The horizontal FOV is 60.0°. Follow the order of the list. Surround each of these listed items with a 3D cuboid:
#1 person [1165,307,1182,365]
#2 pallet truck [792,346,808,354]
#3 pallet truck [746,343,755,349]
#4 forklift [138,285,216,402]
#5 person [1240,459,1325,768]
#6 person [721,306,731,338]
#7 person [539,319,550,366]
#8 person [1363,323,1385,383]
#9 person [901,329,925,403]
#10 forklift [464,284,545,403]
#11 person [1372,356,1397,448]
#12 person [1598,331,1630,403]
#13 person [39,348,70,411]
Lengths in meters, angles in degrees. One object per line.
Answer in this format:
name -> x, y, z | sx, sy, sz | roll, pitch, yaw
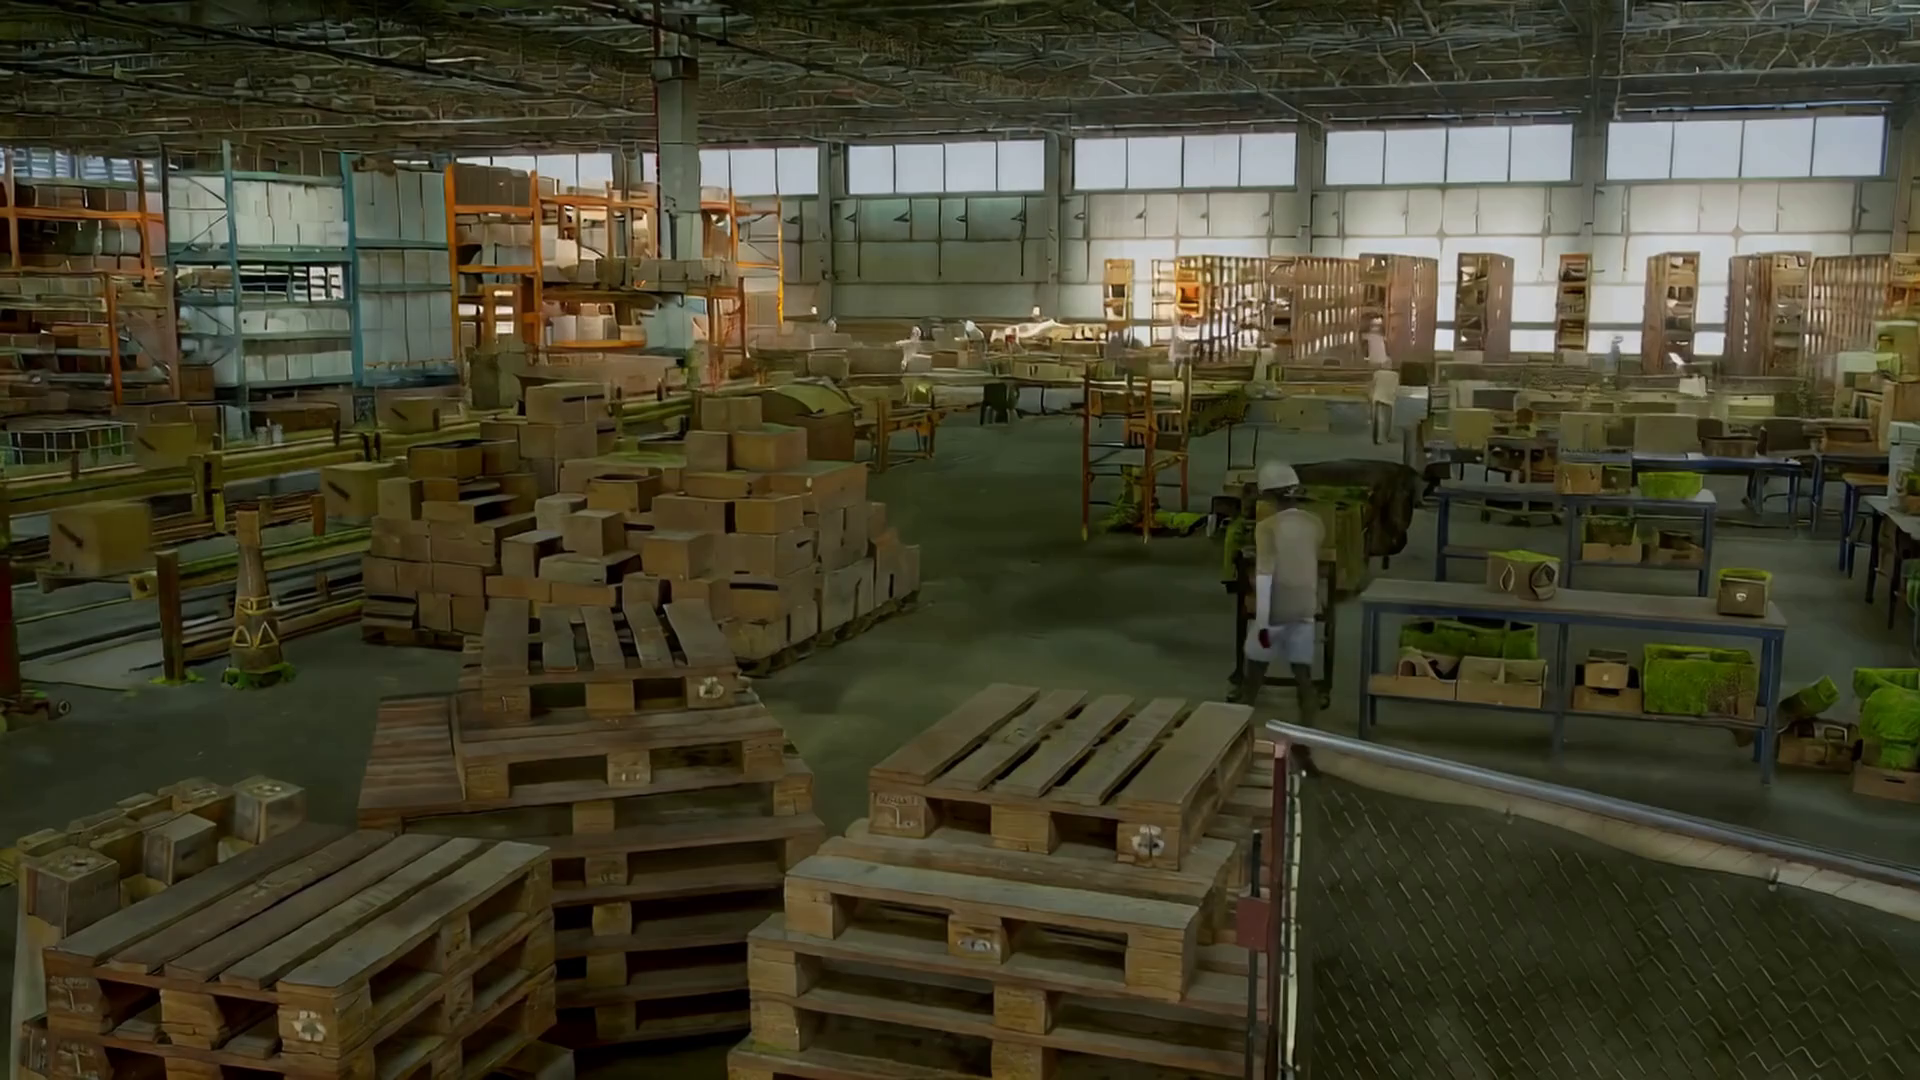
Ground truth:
person -> 7.006, -6.536, 53.879 | 0.911, 2.013, 0.608 | 0, 9, -1
pallet truck -> -3.705, -4.298, 42.022 | 0.653, 1.274, 1.630 | 3, 10, 20
pallet truck -> -6.183, -4.618, 44.264 | 1.601, 1.201, 0.680 | -9, 12, -43
forklift -> -17.480, -4.200, 36.461 | 1.873, 2.768, 1.129 | 3, 10, 19
person -> 1.990, 0.431, 10.476 | 0.543, 1.882, 0.962 | -4, 10, -23
person -> -8.337, -7.301, 58.850 | 0.392, 1.946, 0.616 | 5, 10, 27
person -> -12.264, -5.651, 49.052 | 0.309, 1.772, 0.525 | -5, 10, -27
person -> 10.387, -4.438, 41.169 | 1.012, 1.853, 0.654 | 3, 10, 20
person -> -0.997, -3.997, 38.607 | 0.924, 1.781, 0.605 | 1, 9, 9
forklift -> -10.832, -4.702, 39.610 | 1.129, 2.768, 1.873 | 3, 10, 20
person -> 7.469, -2.433, 29.311 | 0.531, 1.601, 0.568 | 7, 11, 36
person -> 15.503, -4.088, 39.410 | 0.919, 1.722, 0.526 | 6, 11, 32
person -> -14.808, -2.202, 27.127 | 0.644, 1.866, 0.984 | 4, 10, 22
